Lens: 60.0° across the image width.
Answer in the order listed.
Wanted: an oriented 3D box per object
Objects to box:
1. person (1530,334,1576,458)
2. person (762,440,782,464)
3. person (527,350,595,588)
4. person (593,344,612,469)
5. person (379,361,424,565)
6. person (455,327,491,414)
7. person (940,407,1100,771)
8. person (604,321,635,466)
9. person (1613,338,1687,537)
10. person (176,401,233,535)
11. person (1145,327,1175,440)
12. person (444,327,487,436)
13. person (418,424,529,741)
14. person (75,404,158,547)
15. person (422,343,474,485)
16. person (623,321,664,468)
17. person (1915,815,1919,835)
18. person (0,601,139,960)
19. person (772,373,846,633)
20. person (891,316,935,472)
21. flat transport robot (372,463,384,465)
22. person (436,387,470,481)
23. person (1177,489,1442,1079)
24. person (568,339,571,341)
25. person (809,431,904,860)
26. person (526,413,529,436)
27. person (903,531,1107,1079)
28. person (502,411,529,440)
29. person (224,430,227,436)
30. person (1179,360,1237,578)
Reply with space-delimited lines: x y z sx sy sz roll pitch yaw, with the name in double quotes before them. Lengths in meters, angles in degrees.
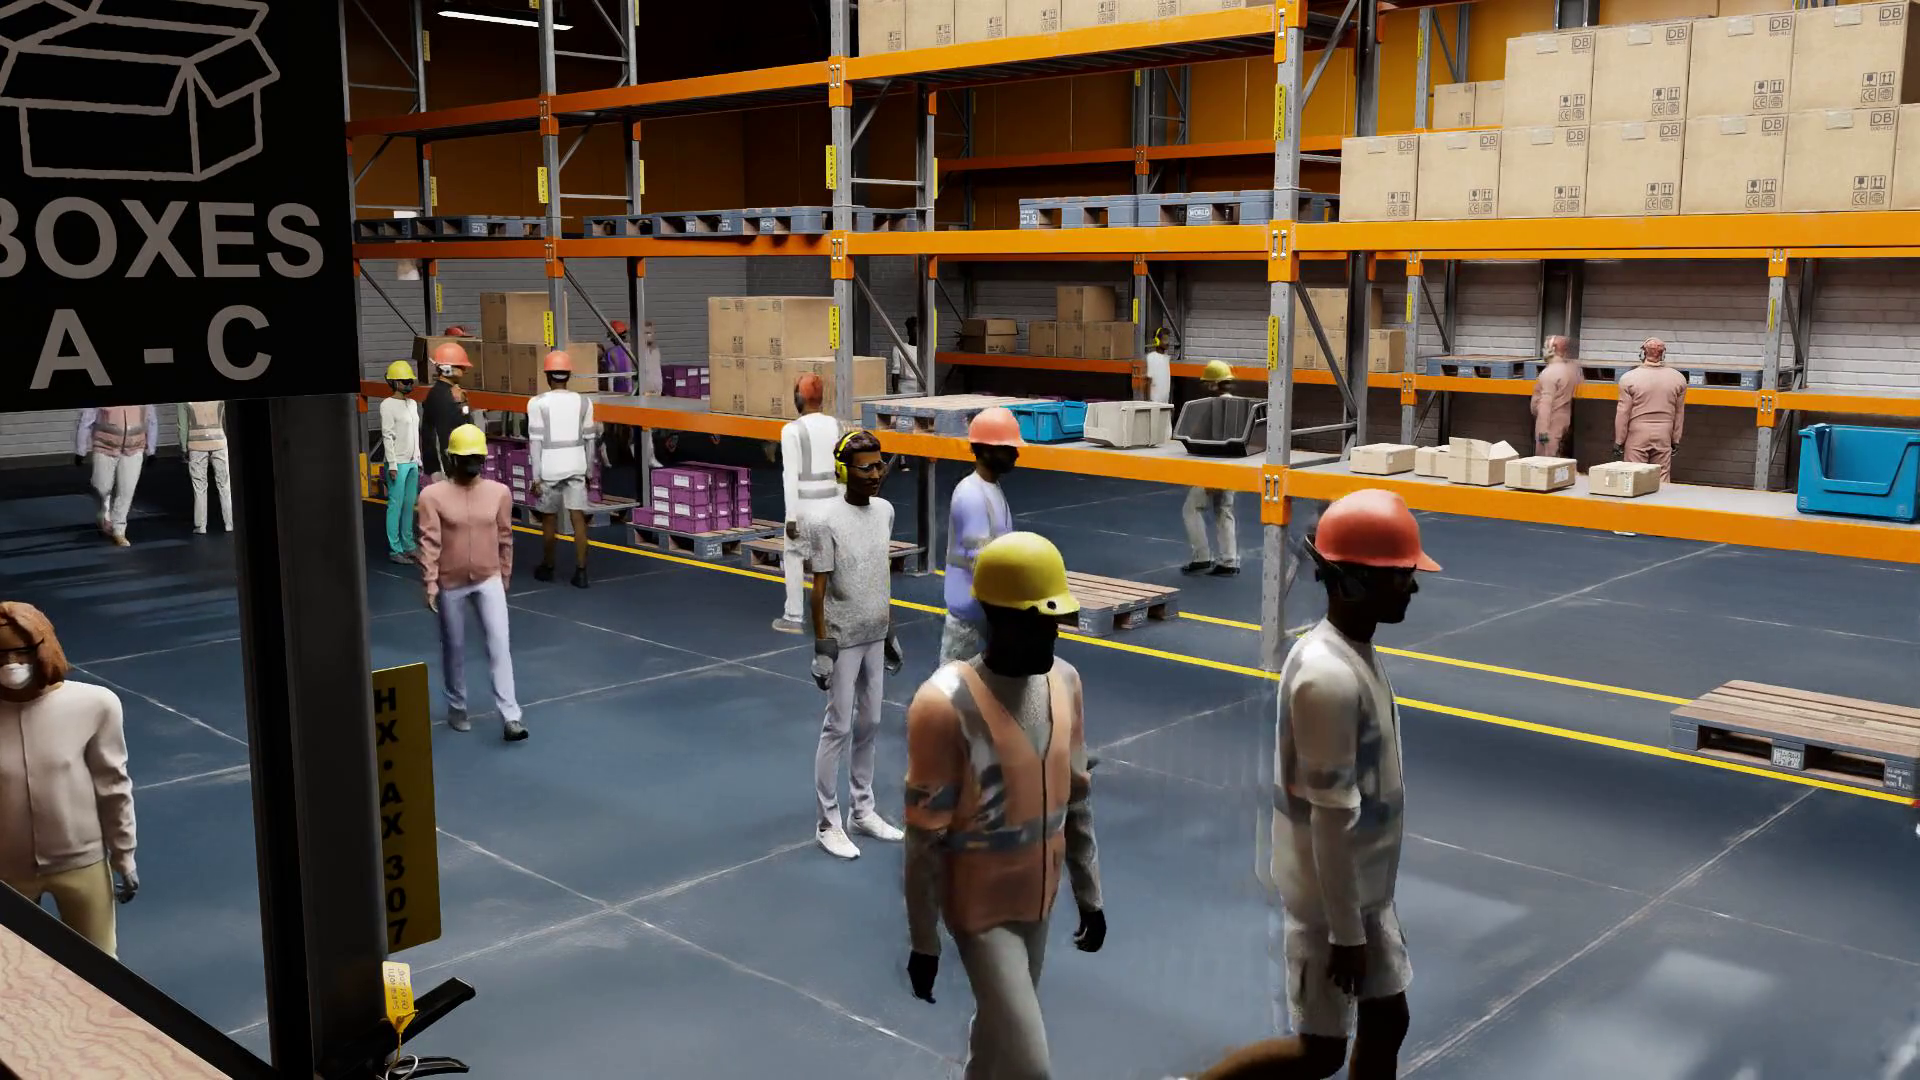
"person" 6.221 -1.194 17.323 0.787 1.884 0.650 8 12 39
"person" -2.231 -1.778 21.105 0.650 1.819 0.654 4 10 23
"person" -3.224 -0.567 13.429 0.557 1.929 0.594 -5 11 -30
"person" -4.681 -1.751 21.623 0.511 1.597 0.859 -7 11 -35
"person" -4.842 -0.675 14.493 0.311 1.769 0.525 2 9 9
"person" -6.247 -1.755 20.917 0.600 1.832 0.893 7 12 37
"person" 0.186 0.303 8.098 0.989 1.884 0.550 3 10 18
"person" -4.351 -1.901 21.674 0.604 1.876 0.914 -4 10 -21
"person" 6.555 -0.970 15.874 0.642 1.908 0.407 0 9 0
"person" -7.257 -0.865 16.046 0.513 1.640 0.307 -6 11 -32
"person" 2.437 -1.710 20.587 0.727 1.852 0.545 7 12 37
"person" -5.812 -1.620 20.025 0.769 1.878 0.599 -2 9 -11
"person" -2.629 0.247 8.971 0.532 1.727 0.890 -5 11 -29
"person" -7.877 -0.855 15.522 0.696 1.800 0.706 -8 12 -41
"person" -4.040 -0.565 13.196 0.432 1.986 0.636 -3 10 -18
"person" -4.118 -1.889 21.571 0.695 1.889 0.661 5 11 30
"person" 4.771 0.469 7.237 1.006 1.851 0.577 2 9 10
"person" -2.670 0.971 4.843 0.503 1.626 0.283 -5 10 -27
"person" -0.967 -0.224 11.479 0.860 1.856 0.582 9 13 43
"person" -0.585 -1.846 21.059 0.606 1.966 0.367 -5 10 -26
"flat transport robot" -7.278 -0.774 19.668 1.431 0.197 0.652 -4 10 -25
"person" -3.994 -0.399 13.206 0.284 1.633 0.497 0 9 -1
"person" 0.896 0.861 4.317 0.823 2.021 0.620 4 10 22
"person" -5.535 -2.140 22.630 0.698 2.000 0.866 1 9 7
"person" -0.447 0.446 7.305 0.310 1.868 0.534 7 12 39
"person" -5.479 -1.916 21.623 0.648 1.933 0.996 -3 10 -17
"person" 0.193 0.929 4.199 0.650 1.907 0.612 7 12 39
"person" -6.628 -2.381 24.662 0.527 1.866 0.321 7 11 36
"person" -9.654 -2.021 22.062 0.658 2.006 0.923 5 11 30
"person" 2.061 -0.582 13.785 0.590 1.805 0.617 6 11 32
